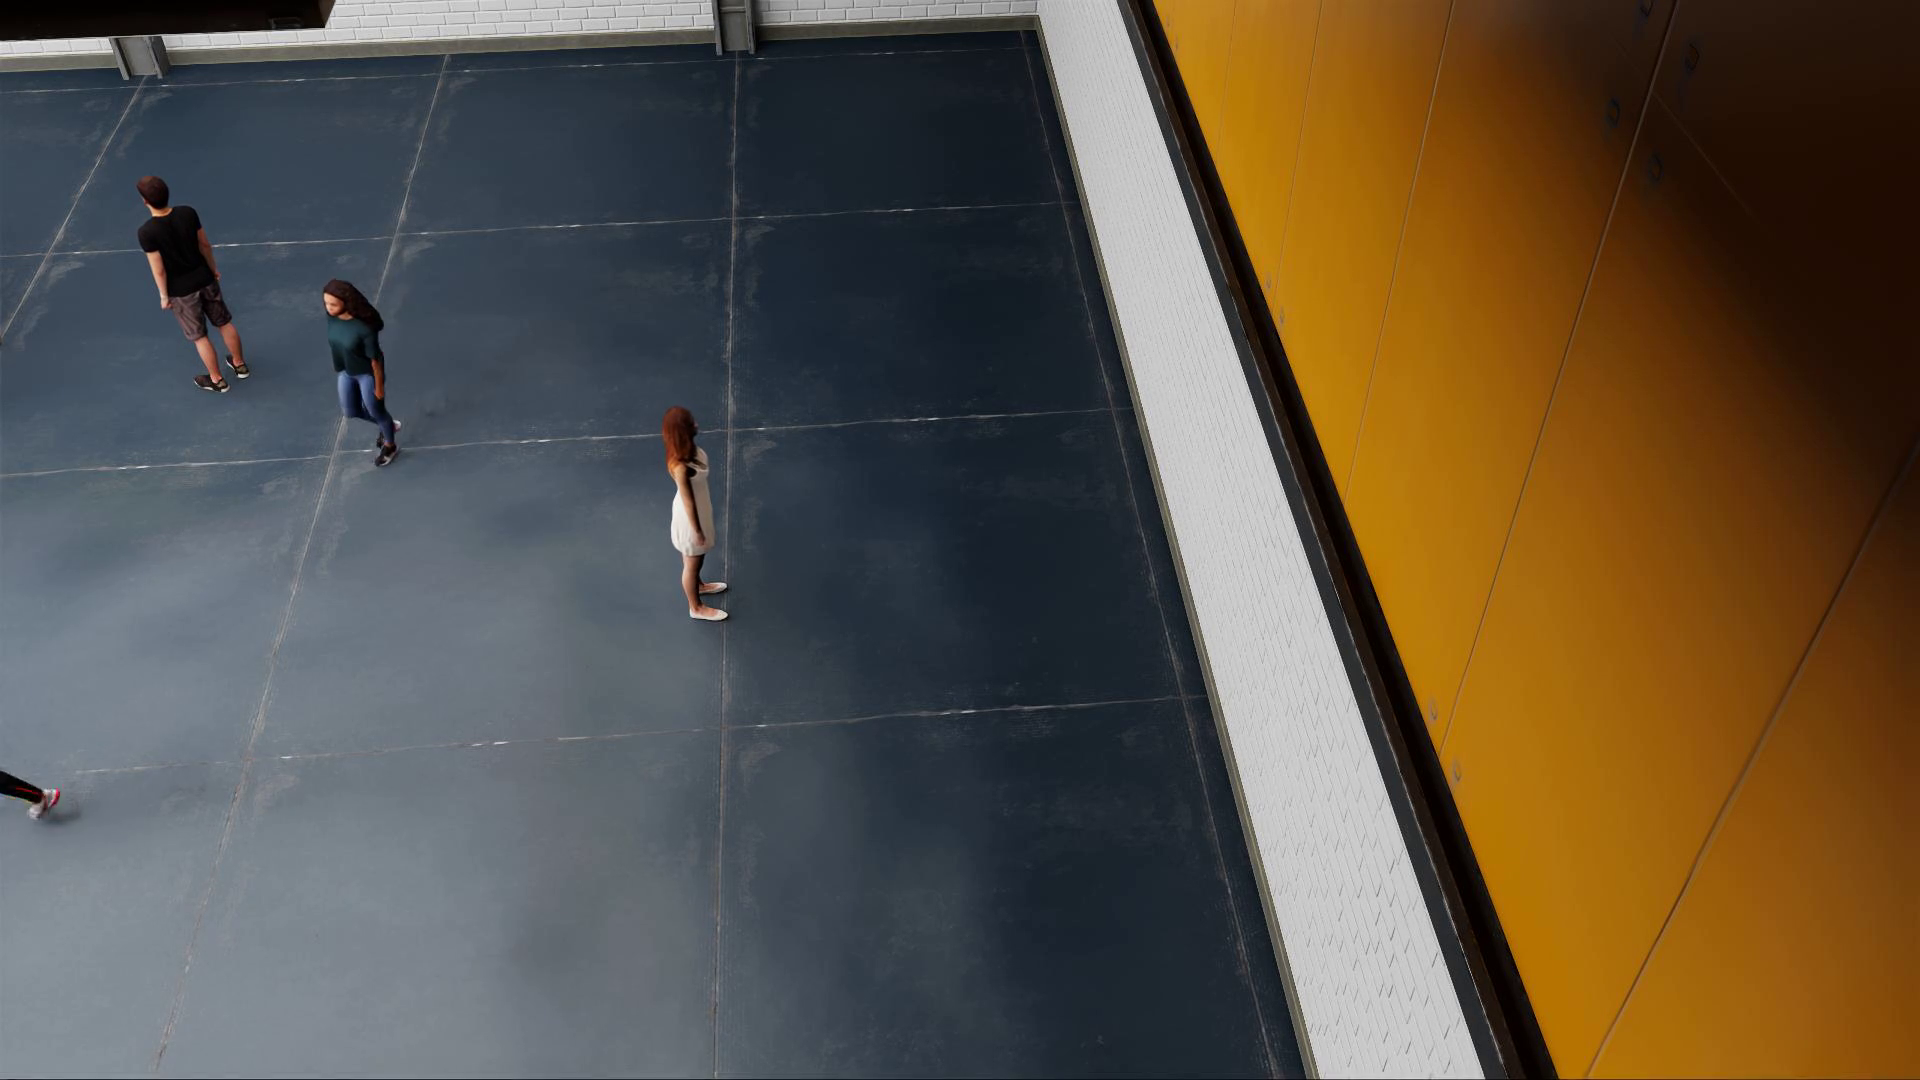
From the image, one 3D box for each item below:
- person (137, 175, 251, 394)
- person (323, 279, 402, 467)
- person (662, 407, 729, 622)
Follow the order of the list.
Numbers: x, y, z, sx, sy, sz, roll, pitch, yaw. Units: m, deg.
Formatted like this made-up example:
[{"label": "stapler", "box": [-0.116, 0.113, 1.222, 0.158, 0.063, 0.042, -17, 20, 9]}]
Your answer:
[{"label": "person", "box": [-5.868, -1.951, 12.682, 0.816, 1.861, 0.772, 27, 50, 25]}, {"label": "person", "box": [-4.305, -1.263, 12.143, 0.703, 1.608, 0.779, 21, 47, 20]}, {"label": "person", "box": [-1.770, -0.189, 10.941, 0.516, 1.711, 0.547, -3, 44, -3]}]
